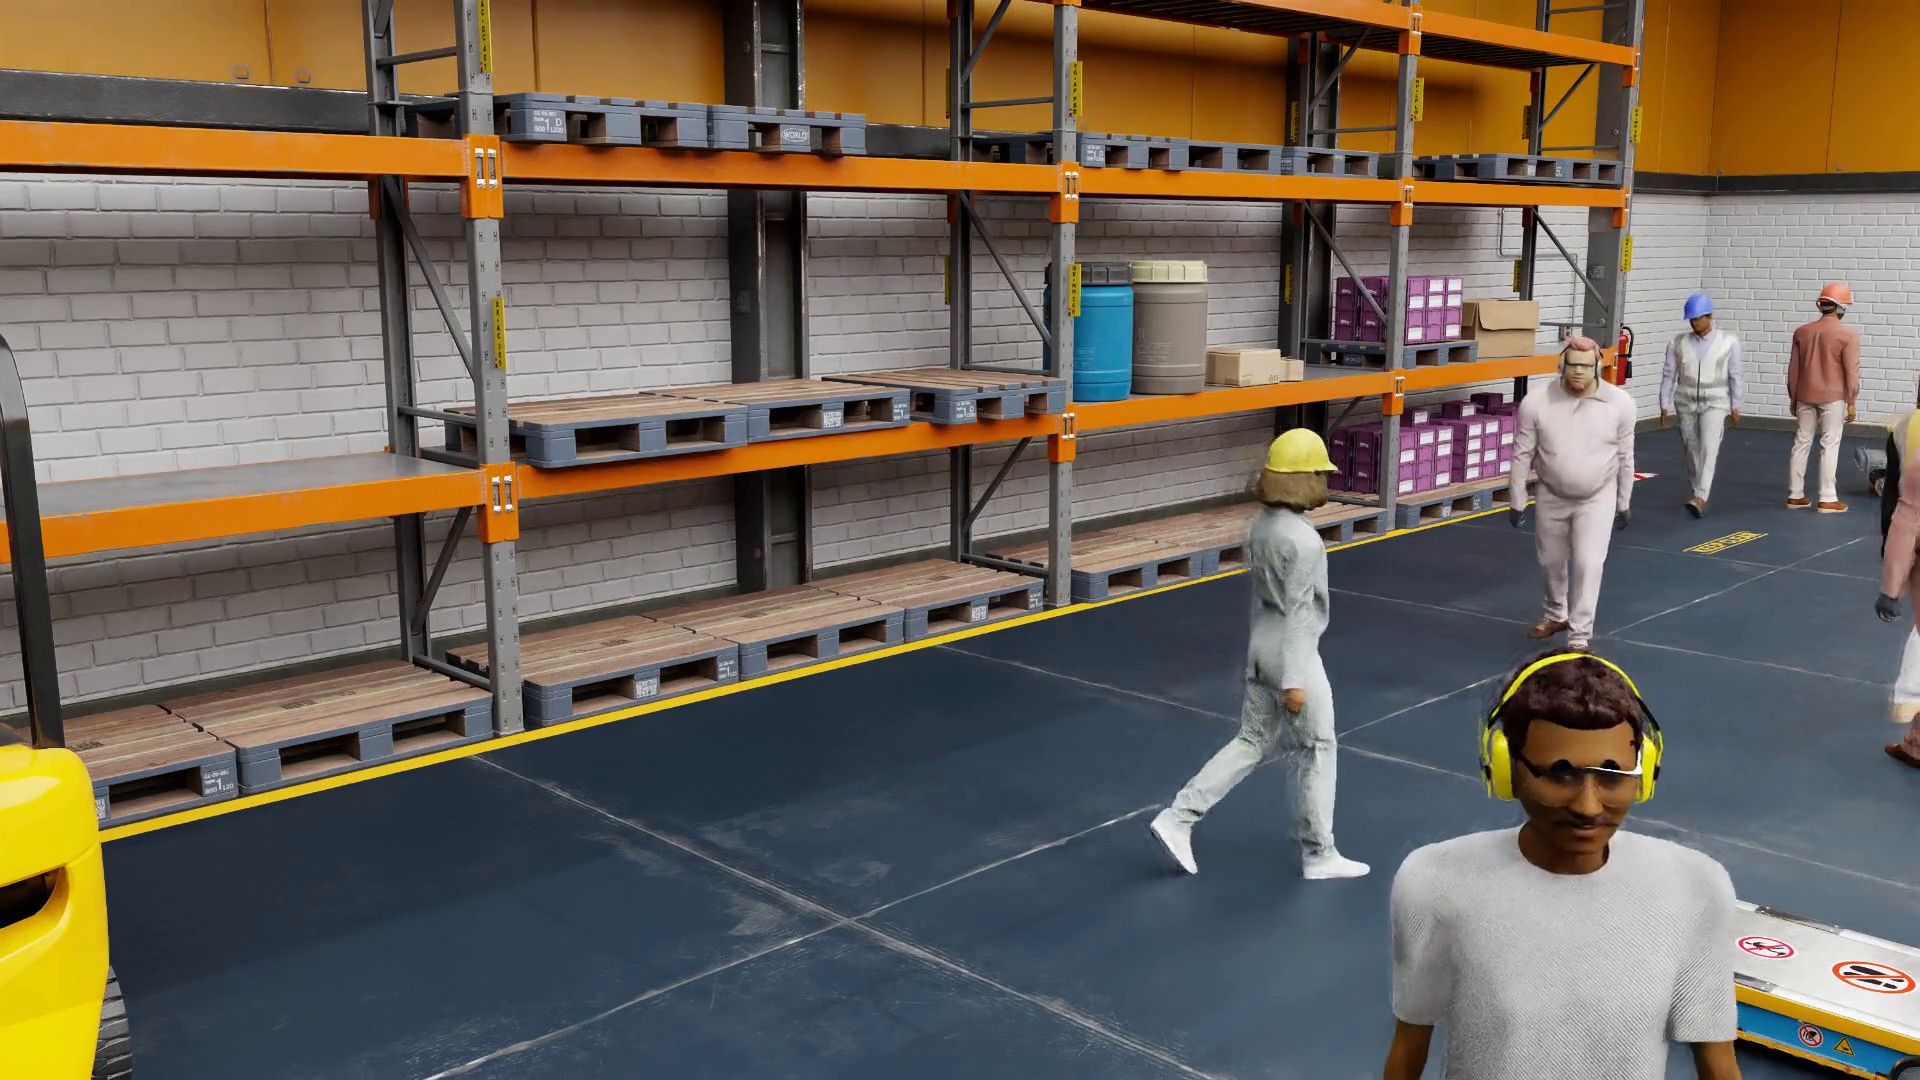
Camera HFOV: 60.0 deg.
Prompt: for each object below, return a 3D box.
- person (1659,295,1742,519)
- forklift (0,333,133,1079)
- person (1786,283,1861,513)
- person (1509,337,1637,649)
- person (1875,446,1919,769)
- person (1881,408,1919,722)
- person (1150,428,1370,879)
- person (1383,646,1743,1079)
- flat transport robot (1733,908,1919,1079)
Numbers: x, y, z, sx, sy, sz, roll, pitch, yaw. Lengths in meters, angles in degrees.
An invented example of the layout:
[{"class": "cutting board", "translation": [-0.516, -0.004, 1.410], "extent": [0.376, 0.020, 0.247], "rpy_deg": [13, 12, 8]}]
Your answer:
[{"class": "person", "translation": [6.325, -1.139, 14.270], "extent": [0.635, 1.884, 1.017], "rpy_deg": [7, 12, 33]}, {"class": "forklift", "translation": [-3.289, 0.485, 4.582], "extent": [1.214, 2.155, 2.313], "rpy_deg": [-10, 14, -44]}, {"class": "person", "translation": [7.545, -1.237, 14.520], "extent": [0.401, 1.989, 0.623], "rpy_deg": [-6, 12, -31]}, {"class": "person", "translation": [3.532, -0.258, 9.610], "extent": [0.660, 1.856, 0.839], "rpy_deg": [5, 12, 26]}, {"class": "person", "translation": [4.315, 0.189, 7.124], "extent": [0.651, 1.868, 0.992], "rpy_deg": [-1, 10, -3]}, {"class": "person", "translation": [5.013, 0.000, 8.299], "extent": [0.873, 1.806, 0.641], "rpy_deg": [-4, 11, -20]}, {"class": "person", "translation": [1.132, 0.440, 6.138], "extent": [0.774, 1.719, 0.492], "rpy_deg": [-2, 11, -12]}, {"class": "person", "translation": [0.915, 1.055, 2.495], "extent": [0.542, 1.818, 0.962], "rpy_deg": [0, 10, 2]}, {"class": "flat transport robot", "translation": [2.633, 1.374, 4.980], "extent": [0.652, 0.197, 1.431], "rpy_deg": [-10, 15, -44]}]
